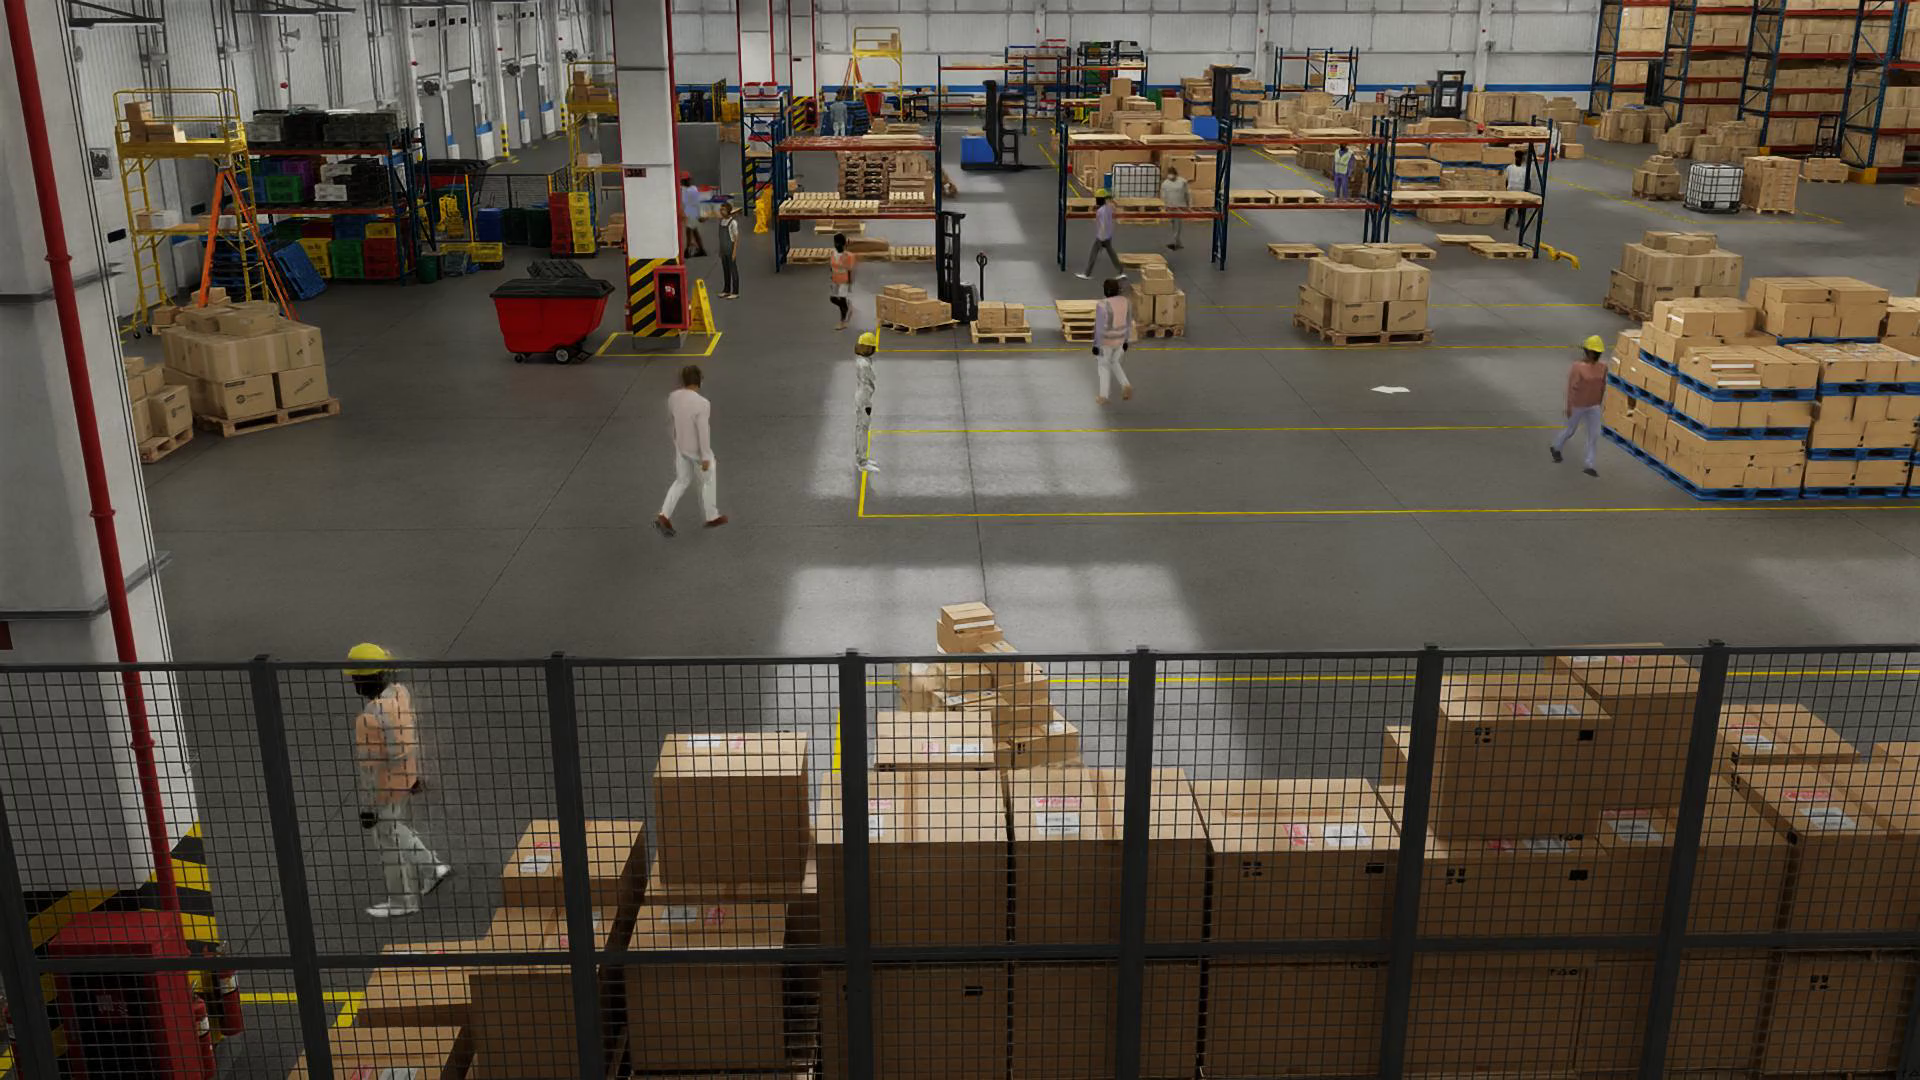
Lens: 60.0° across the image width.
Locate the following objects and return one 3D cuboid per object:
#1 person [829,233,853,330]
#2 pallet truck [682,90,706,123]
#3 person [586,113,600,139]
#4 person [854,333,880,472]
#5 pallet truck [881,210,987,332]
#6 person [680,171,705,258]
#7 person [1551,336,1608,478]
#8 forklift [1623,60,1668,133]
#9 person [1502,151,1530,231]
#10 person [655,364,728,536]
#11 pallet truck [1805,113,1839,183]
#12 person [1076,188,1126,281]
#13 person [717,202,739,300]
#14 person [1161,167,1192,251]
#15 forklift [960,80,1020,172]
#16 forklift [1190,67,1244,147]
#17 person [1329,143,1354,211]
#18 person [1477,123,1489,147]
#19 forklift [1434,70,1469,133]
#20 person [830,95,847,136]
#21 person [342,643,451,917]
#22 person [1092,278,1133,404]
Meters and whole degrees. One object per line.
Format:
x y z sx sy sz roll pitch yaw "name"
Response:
-2.054 -4.546 29.193 0.541 1.683 0.466 15 24 38 "person"
-9.671 -15.907 62.421 0.823 1.965 1.885 5 19 15 "pallet truck"
-14.162 -16.290 64.132 0.538 1.622 0.386 -3 19 -8 "person"
-1.162 -1.729 20.763 0.311 1.736 0.483 -3 19 -7 "person"
-0.493 -4.759 29.349 1.885 1.965 0.823 -13 23 -34 "pallet truck"
-6.028 -7.160 36.621 0.908 1.892 0.549 -15 24 -37 "person"
7.746 -1.710 20.709 0.530 1.740 0.811 -4 19 -12 "person"
27.581 -17.673 66.299 1.873 2.768 1.129 0 19 -1 "forklift"
13.698 -8.609 40.892 0.616 1.927 0.978 12 22 32 "person"
-3.003 -0.985 18.297 0.635 1.914 0.912 14 23 36 "person"
26.403 -11.957 50.702 0.823 1.965 1.885 6 19 16 "pallet truck"
2.929 -6.204 33.837 1.031 1.879 0.587 10 21 27 "person"
-4.457 -5.549 31.929 0.506 1.847 0.345 17 25 41 "person"
4.891 -7.515 37.729 0.668 1.870 0.862 7 20 21 "person"
0.960 -13.258 53.202 1.873 2.768 1.129 0 19 -1 "forklift"
9.442 -15.894 61.021 1.873 2.768 1.129 -1 19 -1 "forklift"
10.143 -9.704 44.141 0.587 1.920 0.391 16 25 40 "person"
15.262 -11.325 48.989 0.553 1.906 0.933 3 19 9 "person"
17.417 -15.323 59.328 1.129 2.768 1.873 -1 19 -1 "forklift"
-4.380 -15.089 60.087 0.631 1.940 0.372 -4 19 -13 "person"
-3.689 1.564 10.728 0.445 1.915 0.588 0 19 1 "person"
2.194 -2.847 23.951 0.632 1.829 0.520 -15 23 -37 "person"
